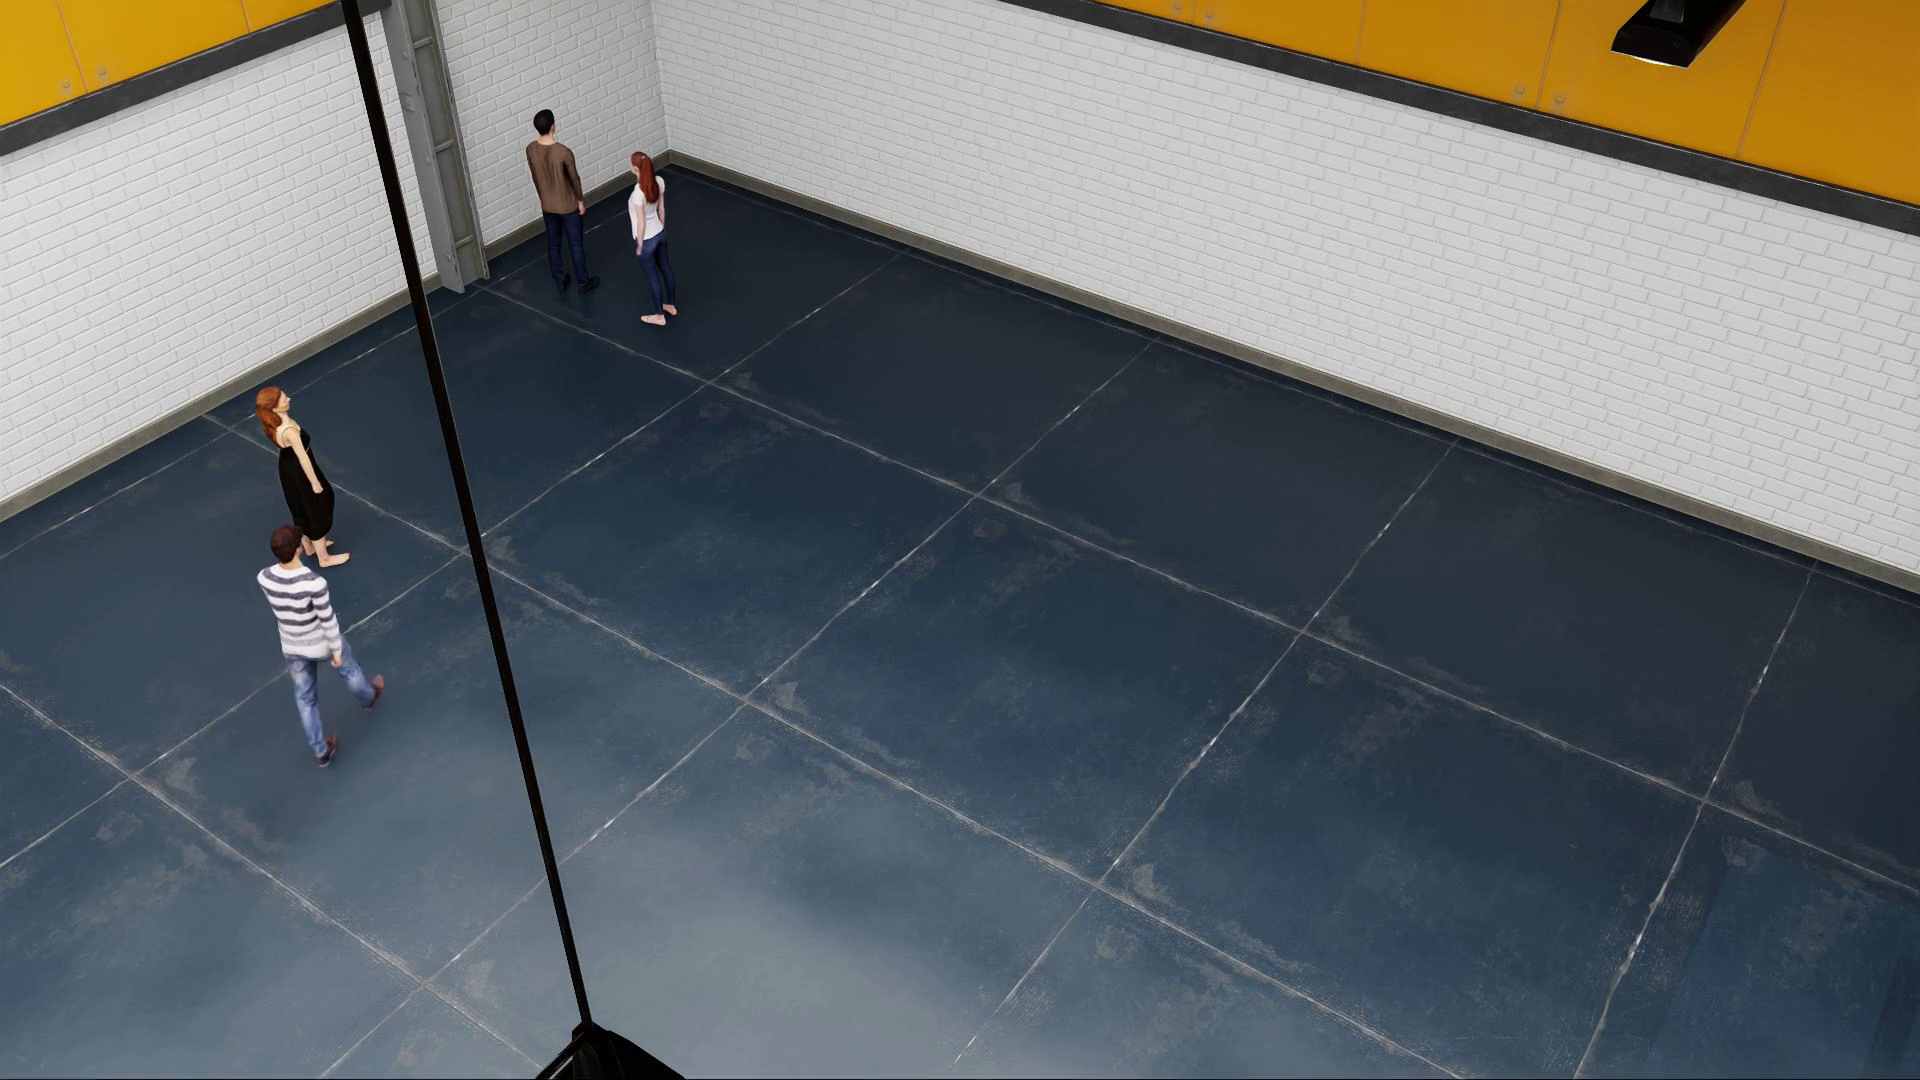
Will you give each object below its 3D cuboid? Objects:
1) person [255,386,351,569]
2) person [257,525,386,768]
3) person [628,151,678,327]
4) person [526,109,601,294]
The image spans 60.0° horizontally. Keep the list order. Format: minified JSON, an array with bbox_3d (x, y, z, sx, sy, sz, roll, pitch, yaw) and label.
[{"bbox_3d":[-5.111,-0.500,12.835,0.623,1.625,0.618,-31,48,-33],"label":"person"},{"bbox_3d":[-4.384,0.757,11.111,0.979,1.812,1.162,3,39,4],"label":"person"},{"bbox_3d":[-2.900,-2.847,15.681,0.638,1.740,0.489,19,42,22],"label":"person"},{"bbox_3d":[-3.874,-3.264,16.083,0.728,1.889,0.707,8,39,10],"label":"person"}]
